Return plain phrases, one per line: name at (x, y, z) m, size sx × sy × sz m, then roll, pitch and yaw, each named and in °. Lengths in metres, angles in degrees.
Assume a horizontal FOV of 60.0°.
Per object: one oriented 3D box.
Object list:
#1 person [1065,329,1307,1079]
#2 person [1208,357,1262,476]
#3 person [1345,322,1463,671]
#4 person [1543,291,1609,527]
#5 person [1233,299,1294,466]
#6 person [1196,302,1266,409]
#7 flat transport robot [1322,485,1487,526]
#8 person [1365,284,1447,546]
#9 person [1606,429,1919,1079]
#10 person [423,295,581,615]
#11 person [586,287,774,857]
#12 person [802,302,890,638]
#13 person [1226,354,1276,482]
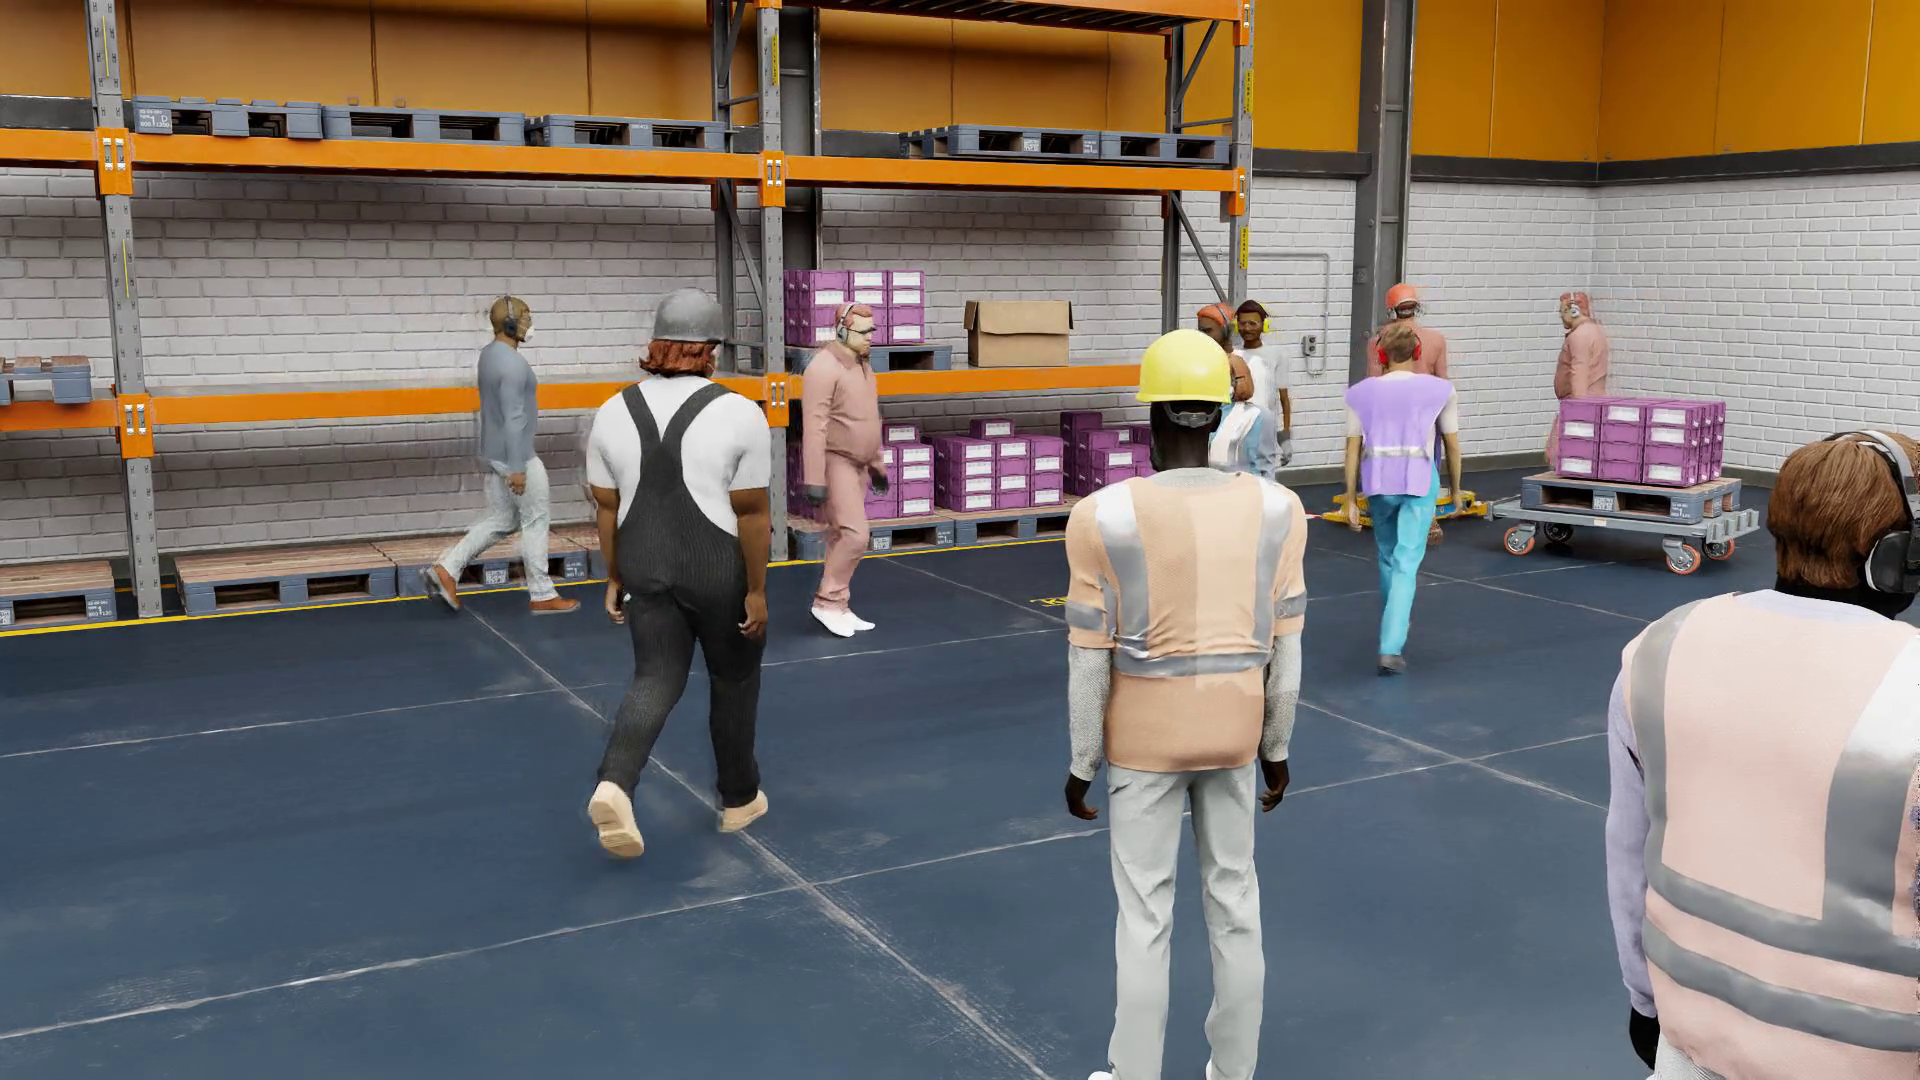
person at (0.521, 0.469, 3.962) m, size 0.586 × 1.928 × 0.365 m, roll -2°, pitch 10°, yaw -13°
person at (1.351, -0.175, 8.810) m, size 0.594 × 1.631 × 0.338 m, roll 4°, pitch 10°, yaw 24°
person at (2.311, -0.242, 8.744) m, size 0.577 × 1.784 × 1.024 m, roll 5°, pitch 10°, yaw 26°
person at (4.943, -1.037, 13.290) m, size 0.480 × 1.878 × 0.671 m, roll 7°, pitch 11°, yaw 35°
person at (1.989, -0.696, 11.275) m, size 0.552 × 1.857 × 0.438 m, roll 5°, pitch 10°, yaw 26°
person at (1.667, -0.530, 10.261) m, size 0.583 × 1.868 × 0.566 m, roll 8°, pitch 12°, yaw 41°
flat transport robot at (3.665, -0.282, 13.579) m, size 1.431 × 0.197 × 0.652 m, roll -8°, pitch 12°, yaw -40°
person at (3.357, -0.932, 12.452) m, size 0.638 × 1.957 × 0.861 m, roll 1°, pitch 9°, yaw 8°
person at (1.265, 0.754, 2.490) m, size 0.430 × 1.843 × 0.625 m, roll -5°, pitch 11°, yaw -28°
person at (-2.714, -0.477, 9.779) m, size 0.819 × 1.917 × 0.634 m, roll -5°, pitch 11°, yaw -28°
person at (-0.985, 0.099, 5.875) m, size 0.688 × 2.000 × 0.855 m, roll 3°, pitch 10°, yaw 17°
person at (-0.647, -0.383, 9.277) m, size 0.433 × 1.879 × 0.688 m, roll 3°, pitch 10°, yaw 18°
person at (1.390, -0.167, 8.754) m, size 0.529 × 1.612 × 0.521 m, roll 5°, pitch 10°, yaw 27°
